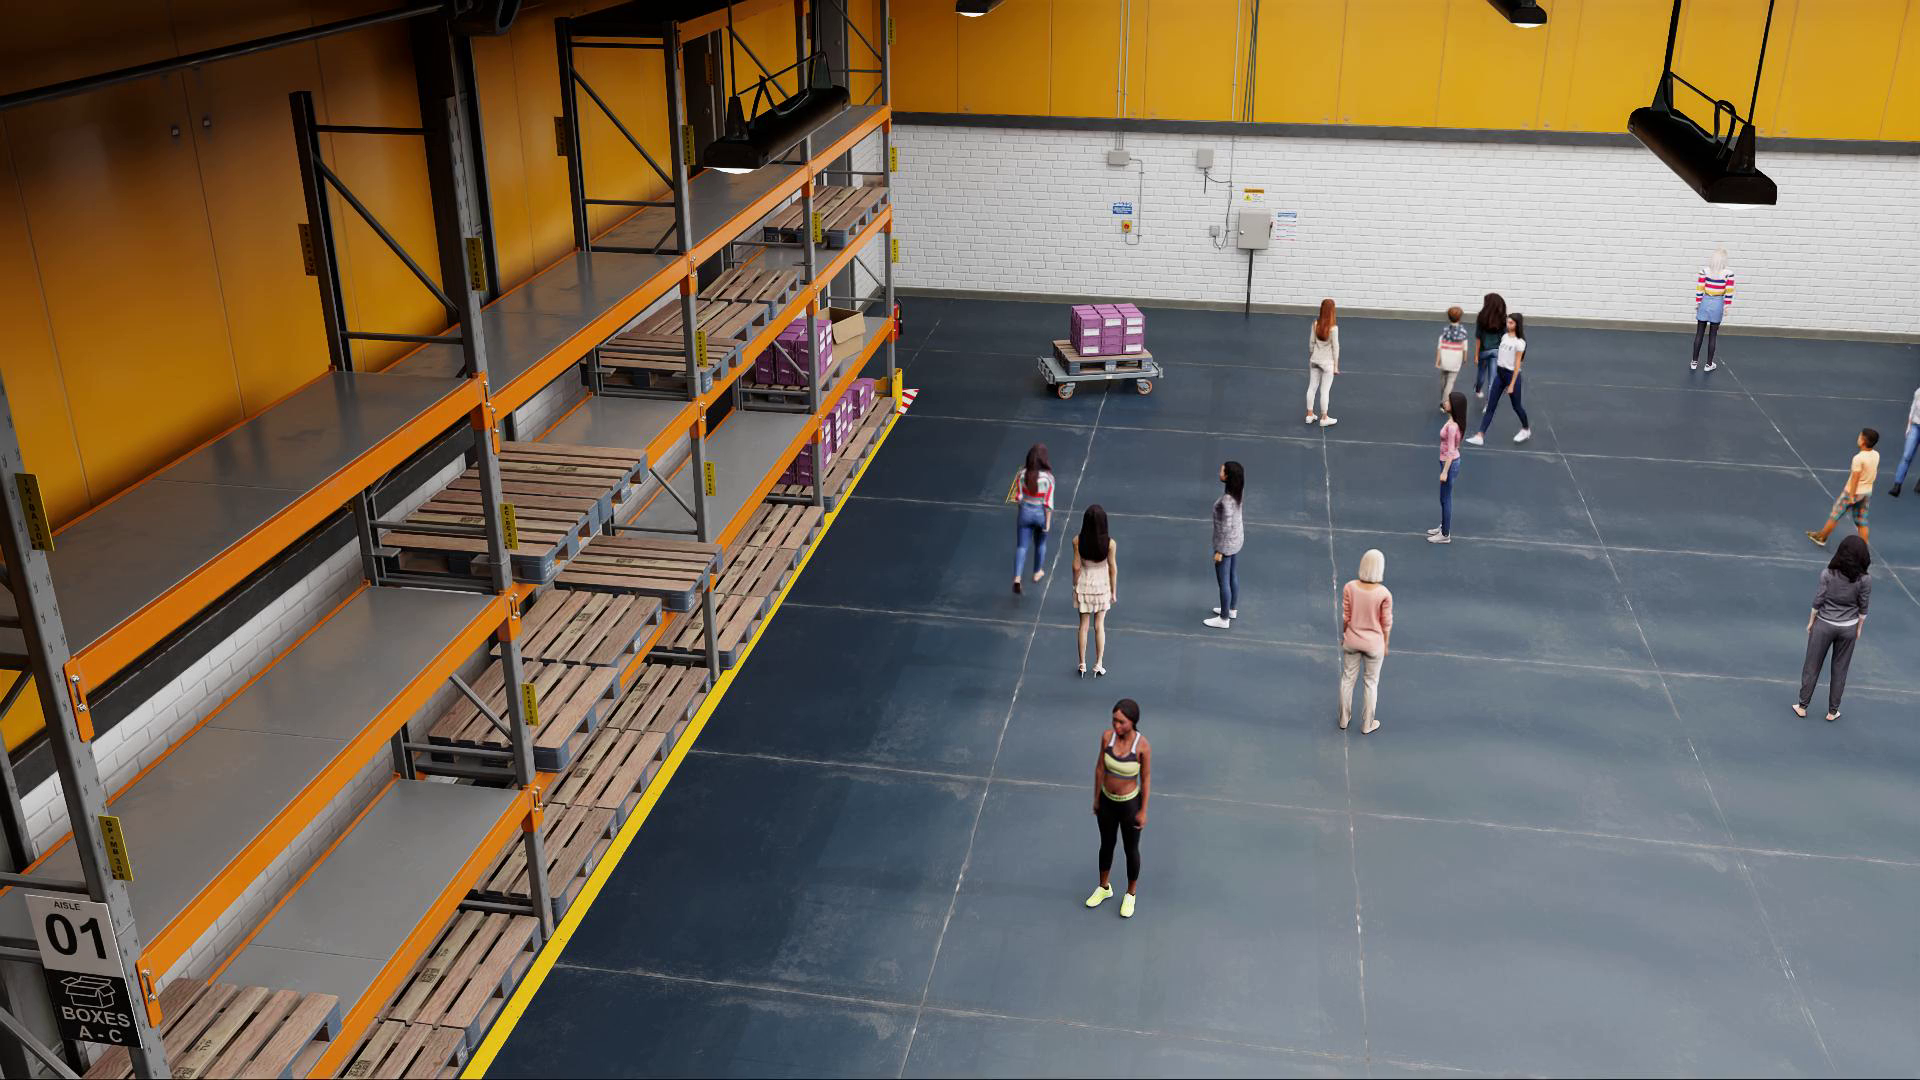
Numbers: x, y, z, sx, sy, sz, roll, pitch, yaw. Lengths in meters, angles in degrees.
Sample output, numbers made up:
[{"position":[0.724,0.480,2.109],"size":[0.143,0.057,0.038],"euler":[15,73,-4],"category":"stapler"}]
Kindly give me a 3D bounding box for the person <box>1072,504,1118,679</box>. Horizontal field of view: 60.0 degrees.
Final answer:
[{"position":[1.235,0.482,15.500],"size":[0.569,1.736,0.517],"euler":[5,24,11],"category":"person"}]

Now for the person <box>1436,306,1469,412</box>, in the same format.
[{"position":[6.657,-2.443,22.599],"size":[0.761,1.410,1.017],"euler":[14,27,29],"category":"person"}]

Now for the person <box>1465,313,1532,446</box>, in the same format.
[{"position":[7.093,-2.024,21.248],"size":[1.131,1.724,1.217],"euler":[-10,26,-22],"category":"person"}]

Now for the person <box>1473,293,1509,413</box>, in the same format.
[{"position":[7.184,-2.504,22.546],"size":[0.602,1.564,1.091],"euler":[5,24,11],"category":"person"}]

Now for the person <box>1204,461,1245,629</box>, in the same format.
[{"position":[2.667,0.028,16.544],"size":[0.734,1.732,0.562],"euler":[12,26,25],"category":"person"}]

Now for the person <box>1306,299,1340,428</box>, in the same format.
[{"position":[4.798,-2.353,22.015],"size":[0.734,1.713,0.698],"euler":[-21,31,-39],"category":"person"}]

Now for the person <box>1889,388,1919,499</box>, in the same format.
[{"position":[11.469,-1.277,19.714],"size":[1.109,1.585,0.981],"euler":[-20,31,-38],"category":"person"}]

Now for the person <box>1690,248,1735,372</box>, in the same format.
[{"position":[10.943,-3.373,24.231],"size":[0.725,1.808,0.688],"euler":[16,28,33],"category":"person"}]

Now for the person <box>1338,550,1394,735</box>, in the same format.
[{"position":[3.547,0.883,14.598],"size":[0.667,1.724,0.635],"euler":[13,27,27],"category":"person"}]

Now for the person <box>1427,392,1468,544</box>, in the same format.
[{"position":[5.421,-0.815,18.462],"size":[0.668,1.742,0.475],"euler":[8,25,17],"category":"person"}]

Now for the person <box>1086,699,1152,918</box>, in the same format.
[{"position":[1.186,1.929,12.169],"size":[0.624,1.754,0.610],"euler":[13,27,27],"category":"person"}]

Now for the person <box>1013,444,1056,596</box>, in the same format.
[{"position":[0.741,-0.197,17.247],"size":[0.685,1.581,1.053],"euler":[7,25,17],"category":"person"}]

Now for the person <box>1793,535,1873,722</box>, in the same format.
[{"position":[7.776,0.782,14.779],"size":[0.635,1.764,0.580],"euler":[9,25,20],"category":"person"}]

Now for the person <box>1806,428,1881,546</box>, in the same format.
[{"position":[9.827,-0.484,18.083],"size":[0.802,1.438,0.963],"euler":[-8,25,-18],"category":"person"}]
